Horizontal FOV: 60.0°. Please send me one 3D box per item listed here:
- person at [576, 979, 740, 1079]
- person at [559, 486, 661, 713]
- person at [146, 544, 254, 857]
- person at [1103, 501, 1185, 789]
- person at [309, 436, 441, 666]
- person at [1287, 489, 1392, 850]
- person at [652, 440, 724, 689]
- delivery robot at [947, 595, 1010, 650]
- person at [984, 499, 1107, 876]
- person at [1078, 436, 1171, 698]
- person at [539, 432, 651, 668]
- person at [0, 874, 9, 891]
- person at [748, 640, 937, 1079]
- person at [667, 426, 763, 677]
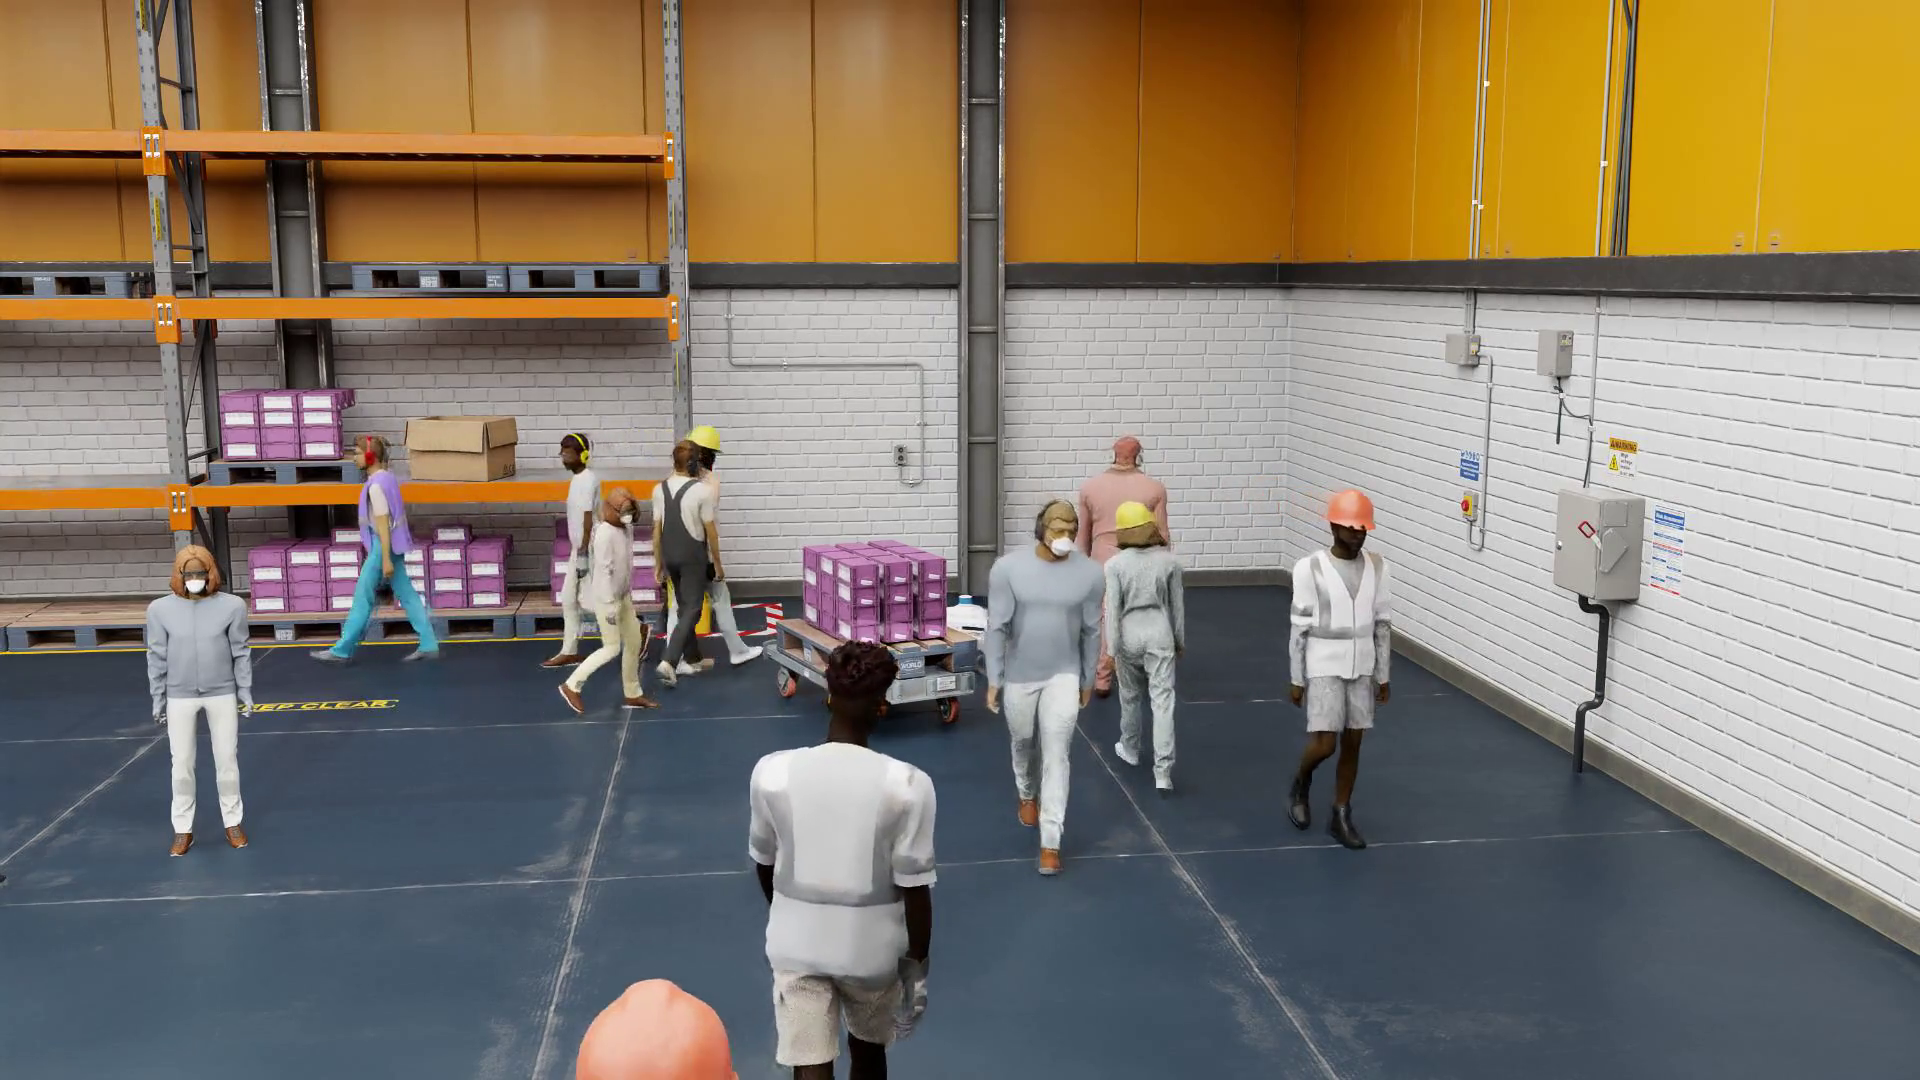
[{"bbox_3d":[-0.410,1.655,2.450,0.621,2.004,1.029,0,9,3],"label":"person"},{"bbox_3d":[-2.431,0.414,11.391,0.559,1.598,0.549,2,9,13],"label":"person"},{"bbox_3d":[-3.971,0.829,8.718,0.498,1.632,0.285,-4,10,-24],"label":"person"},{"bbox_3d":[1.101,0.611,9.939,0.504,1.676,0.940,0,9,-1],"label":"person"},{"bbox_3d":[-4.521,0.086,12.857,0.987,1.787,0.585,-1,9,-9],"label":"person"},{"bbox_3d":[2.003,0.679,8.776,0.546,1.923,0.468,-3,9,-16],"label":"person"},{"bbox_3d":[-2.056,0.169,12.275,0.503,1.821,0.859,5,10,27],"label":"person"},{"bbox_3d":[0.045,0.668,12.781,0.707,0.478,0.477,3,10,20],"label":"delivery robot"},{"bbox_3d":[0.445,0.700,8.750,0.637,1.891,1.042,0,9,1],"label":"person"},{"bbox_3d":[1.213,0.169,12.105,0.696,1.858,0.911,3,9,17],"label":"person"},{"bbox_3d":[-2.819,0.081,12.769,0.772,1.841,0.520,-4,10,-24],"label":"person"},{"bbox_3d":[-4.884,0.877,7.876,0.614,1.808,0.543,4,10,26],"label":"person"},{"bbox_3d":[-0.362,1.249,5.244,0.600,1.894,1.014,0,9,3],"label":"person"},{"bbox_3d":[-1.923,0.076,12.651,0.614,1.873,0.919,8,12,42],"label":"person"}]
